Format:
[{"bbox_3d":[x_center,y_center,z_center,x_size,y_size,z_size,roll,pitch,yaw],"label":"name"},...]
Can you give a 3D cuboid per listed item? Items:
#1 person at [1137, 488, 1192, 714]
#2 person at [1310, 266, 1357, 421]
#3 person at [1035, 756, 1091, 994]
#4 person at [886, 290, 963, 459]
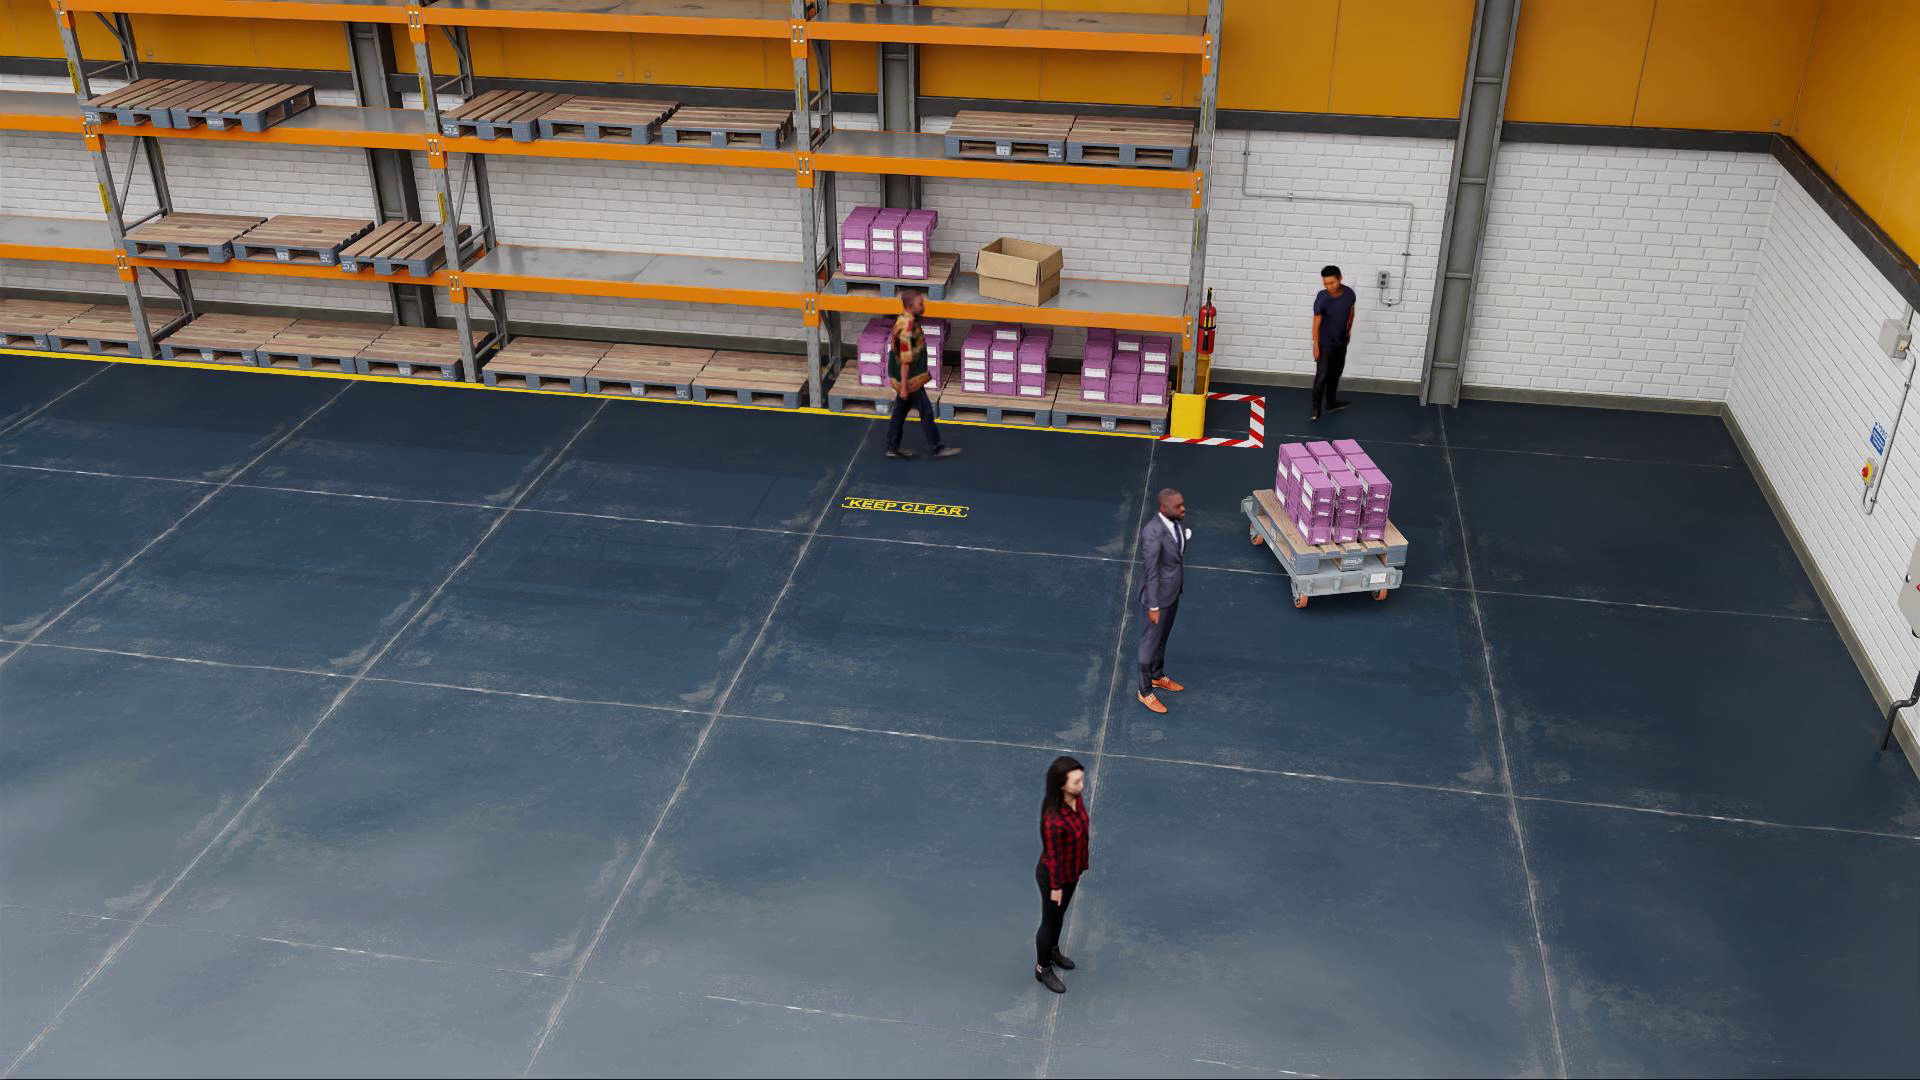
[{"bbox_3d":[1.545,0.416,12.808,0.748,1.824,0.773,16,32,27],"label":"person"},{"bbox_3d":[3.926,-2.101,17.503,0.806,1.747,0.944,-19,34,-31],"label":"person"},{"bbox_3d":[0.592,1.997,10.084,0.575,1.656,0.627,11,30,19],"label":"person"},{"bbox_3d":[-0.588,-1.629,16.604,1.047,1.780,0.782,1,29,2],"label":"person"}]
